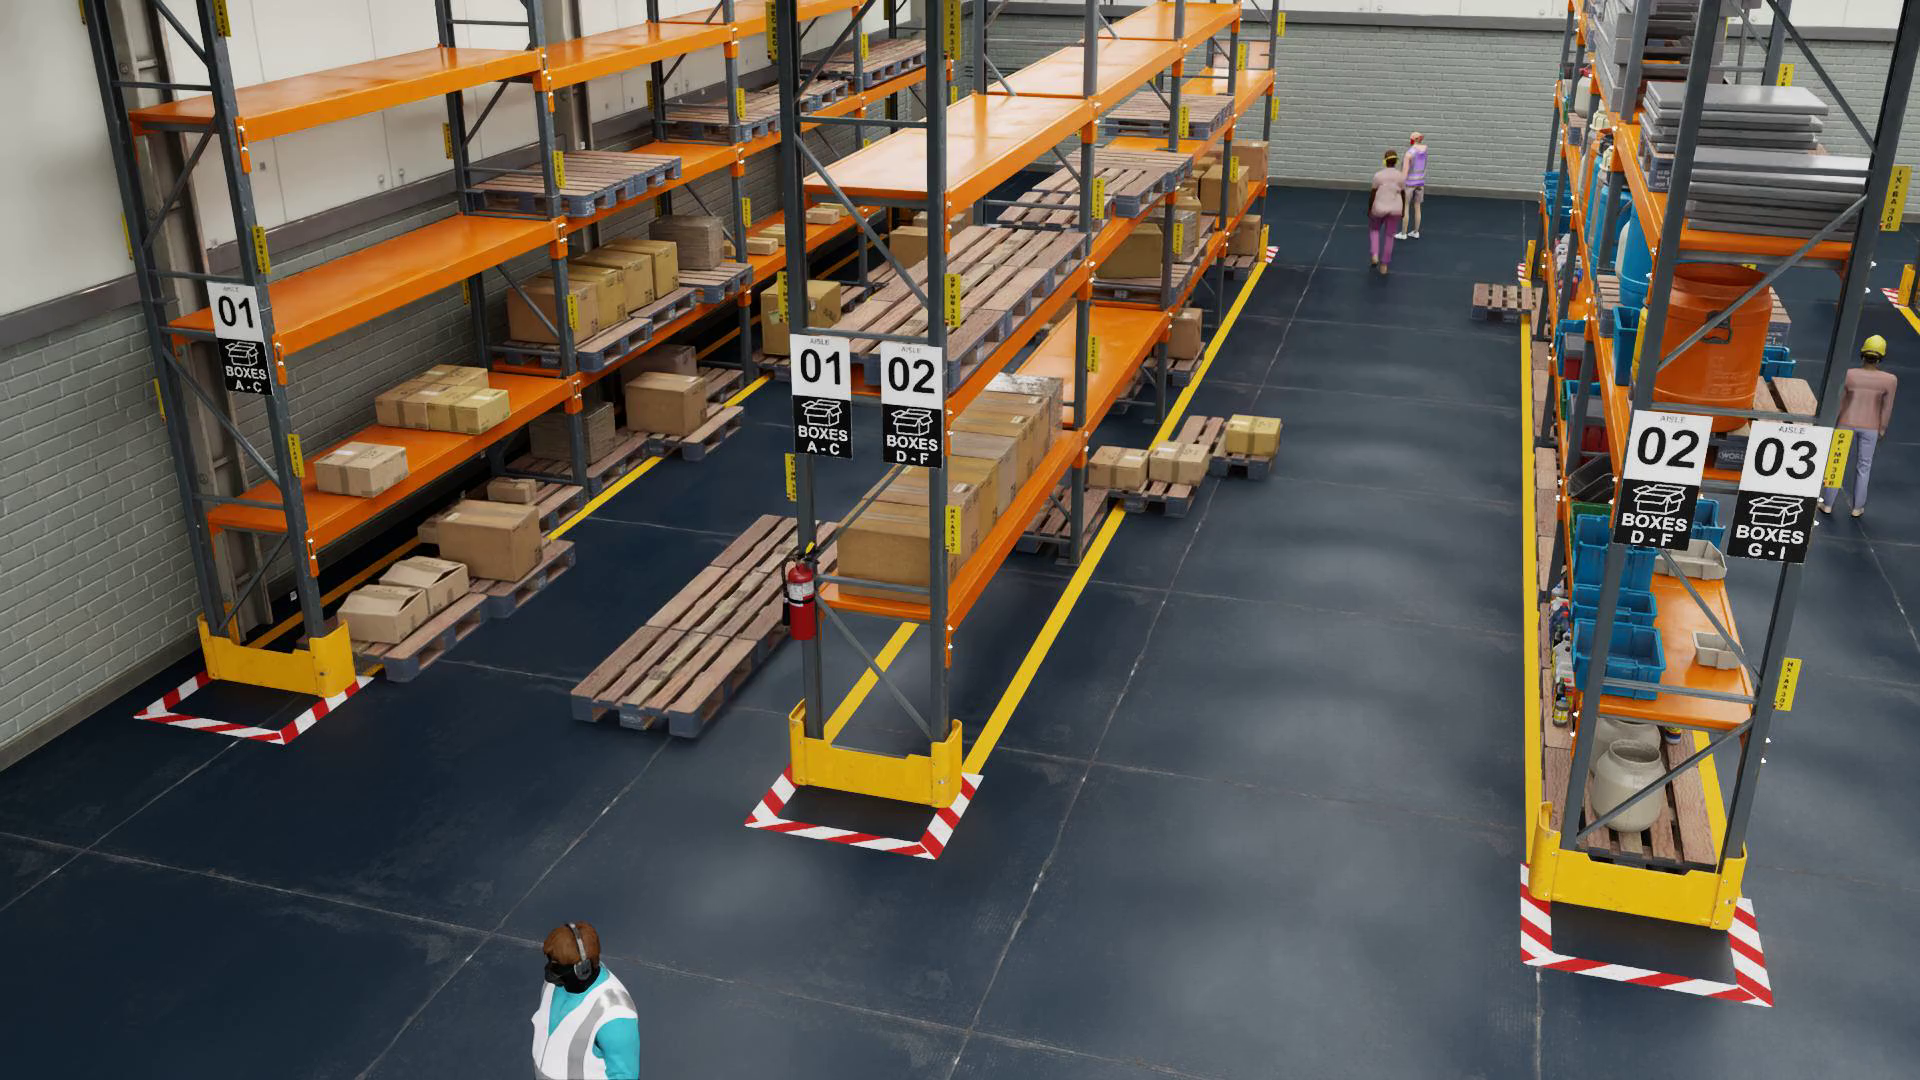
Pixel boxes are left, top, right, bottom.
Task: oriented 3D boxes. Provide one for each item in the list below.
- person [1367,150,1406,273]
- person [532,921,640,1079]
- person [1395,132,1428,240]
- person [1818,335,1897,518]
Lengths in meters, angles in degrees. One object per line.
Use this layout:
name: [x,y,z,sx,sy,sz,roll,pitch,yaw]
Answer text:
person: [6.268,-4.832,24.452,0.546,1.783,0.423,4,24,10]
person: [-1.659,2.487,7.422,0.429,1.844,0.621,-19,29,-36]
person: [7.185,-5.621,26.418,0.491,1.688,0.347,-13,26,-27]
person: [8.506,-1.077,15.777,0.524,1.768,0.325,10,25,22]
